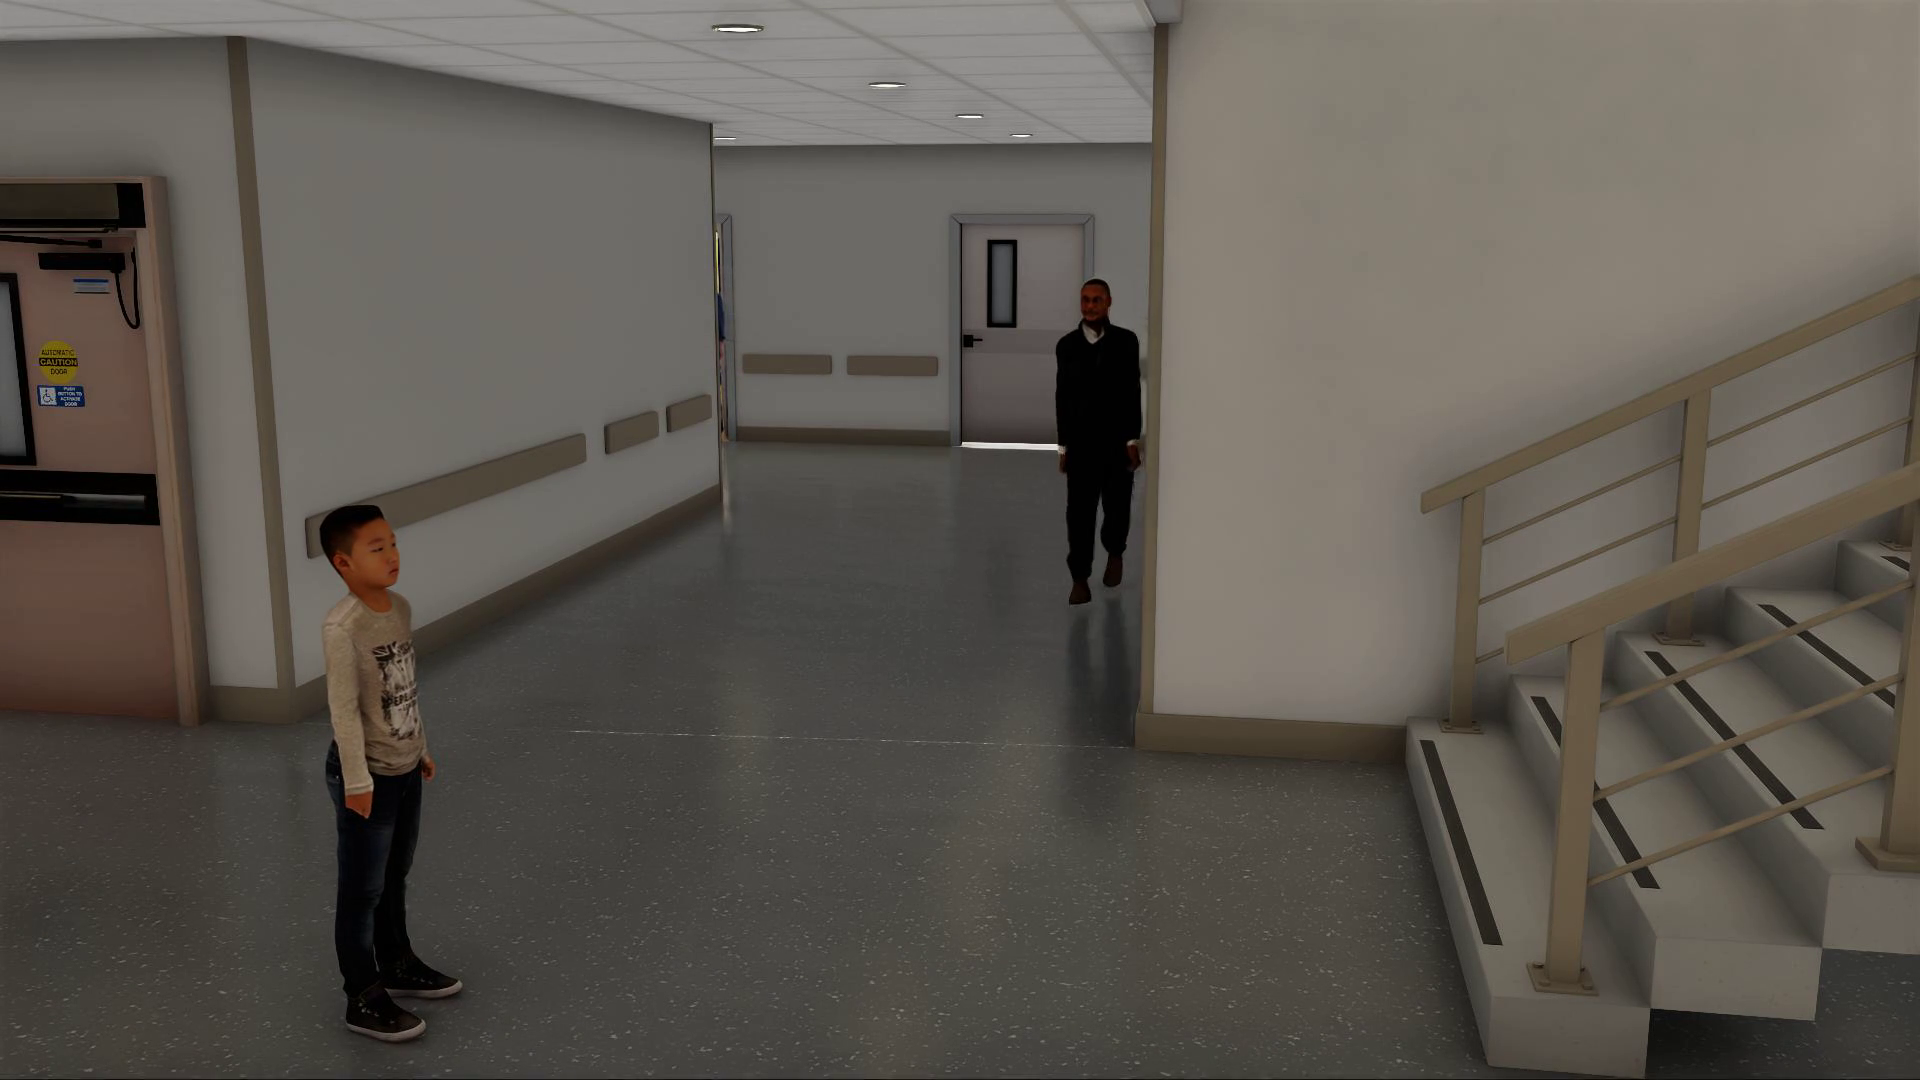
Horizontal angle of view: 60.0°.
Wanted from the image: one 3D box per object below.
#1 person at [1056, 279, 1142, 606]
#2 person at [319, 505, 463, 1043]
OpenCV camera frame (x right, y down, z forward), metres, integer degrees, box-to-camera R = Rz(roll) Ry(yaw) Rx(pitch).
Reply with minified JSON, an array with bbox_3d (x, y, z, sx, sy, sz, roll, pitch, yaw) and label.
[{"bbox_3d":[0.855,-0.571,9.874,1.206,1.858,0.746,2,11,9],"label":"person"},{"bbox_3d":[-1.628,0.624,4.631,0.504,1.465,0.547,2,11,8],"label":"person"}]
